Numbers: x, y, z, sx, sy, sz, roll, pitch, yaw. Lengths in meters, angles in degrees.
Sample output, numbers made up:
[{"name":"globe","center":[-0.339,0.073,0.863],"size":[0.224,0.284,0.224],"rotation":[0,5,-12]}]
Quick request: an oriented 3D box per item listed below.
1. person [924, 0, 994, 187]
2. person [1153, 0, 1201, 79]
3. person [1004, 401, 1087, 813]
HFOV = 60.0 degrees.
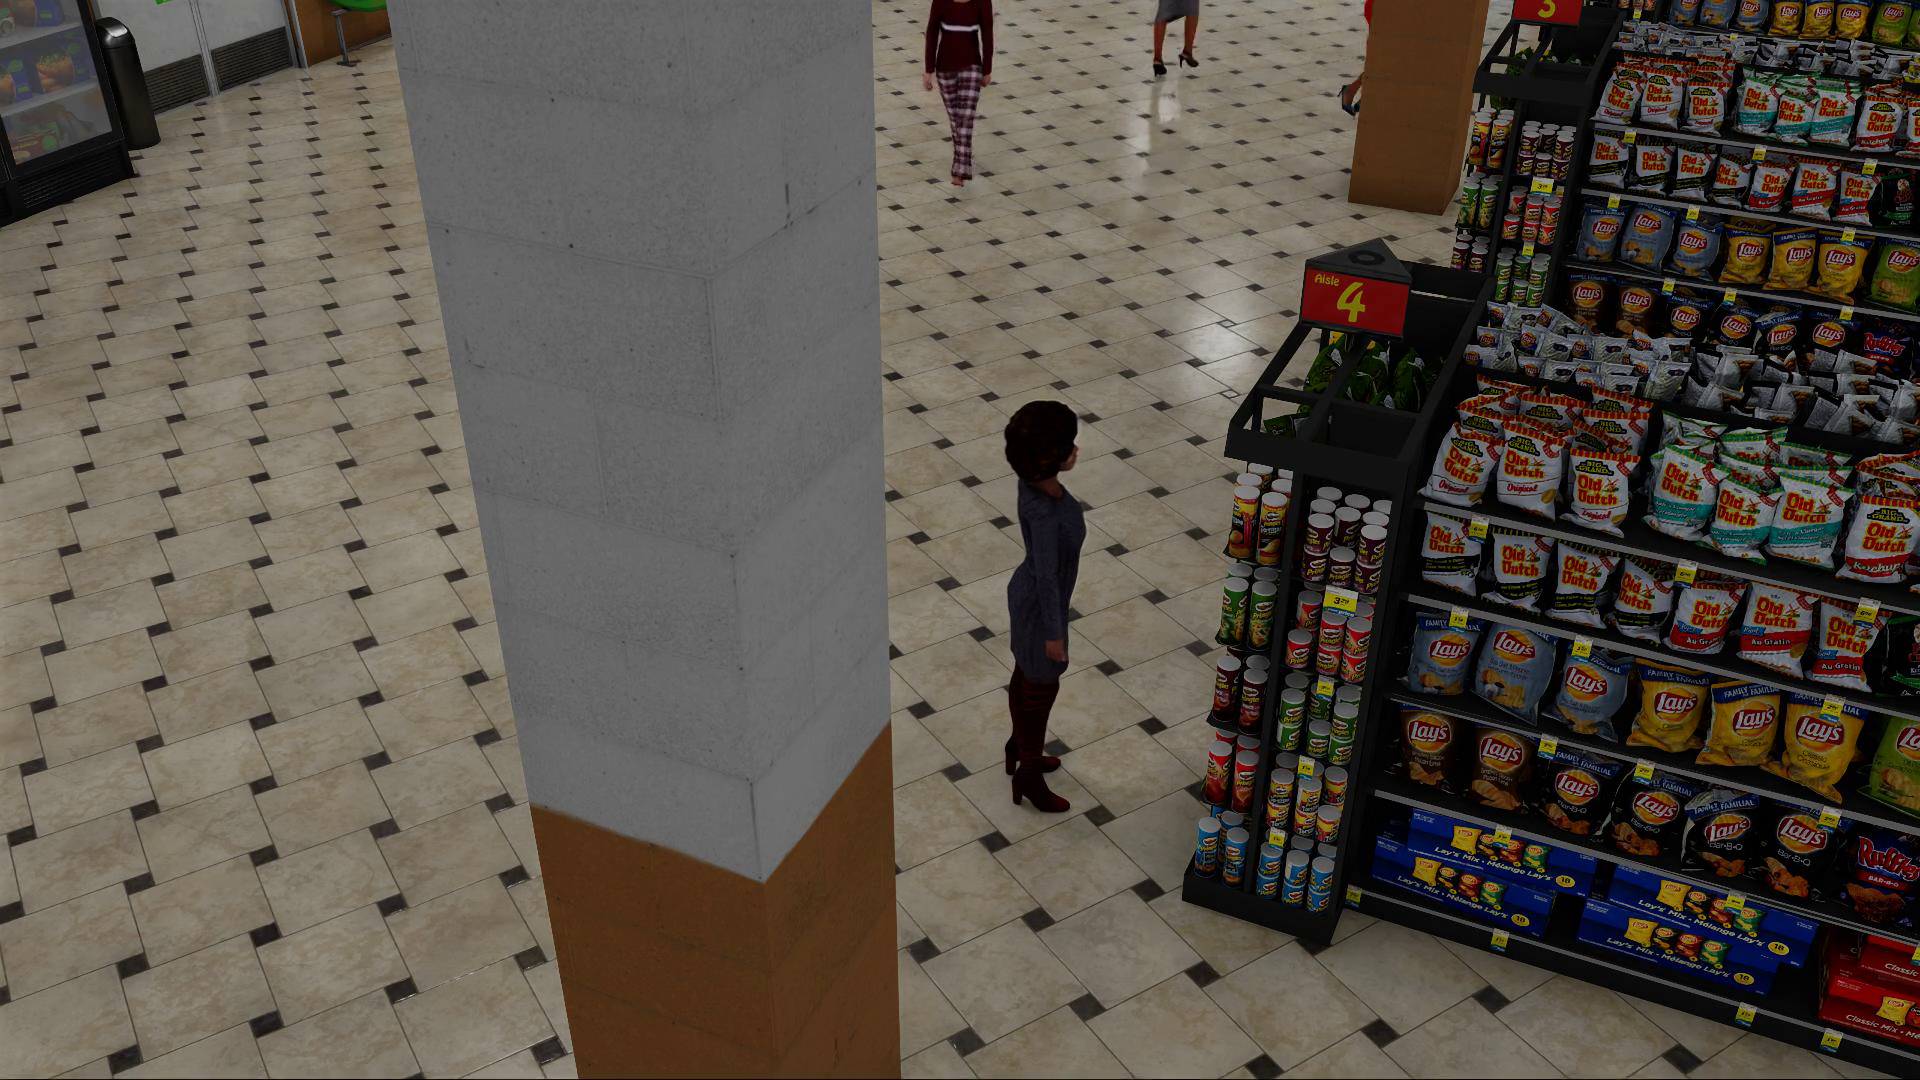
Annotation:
[{"name":"person","center":[-0.003,-3.518,12.392],"size":[1.120,1.643,0.888],"rotation":[5,32,8]},{"name":"person","center":[1.843,-4.938,14.562],"size":[0.770,1.762,0.764],"rotation":[20,37,29]},{"name":"person","center":[0.299,0.262,6.254],"size":[0.661,1.710,0.657],"rotation":[-1,32,-2]}]
